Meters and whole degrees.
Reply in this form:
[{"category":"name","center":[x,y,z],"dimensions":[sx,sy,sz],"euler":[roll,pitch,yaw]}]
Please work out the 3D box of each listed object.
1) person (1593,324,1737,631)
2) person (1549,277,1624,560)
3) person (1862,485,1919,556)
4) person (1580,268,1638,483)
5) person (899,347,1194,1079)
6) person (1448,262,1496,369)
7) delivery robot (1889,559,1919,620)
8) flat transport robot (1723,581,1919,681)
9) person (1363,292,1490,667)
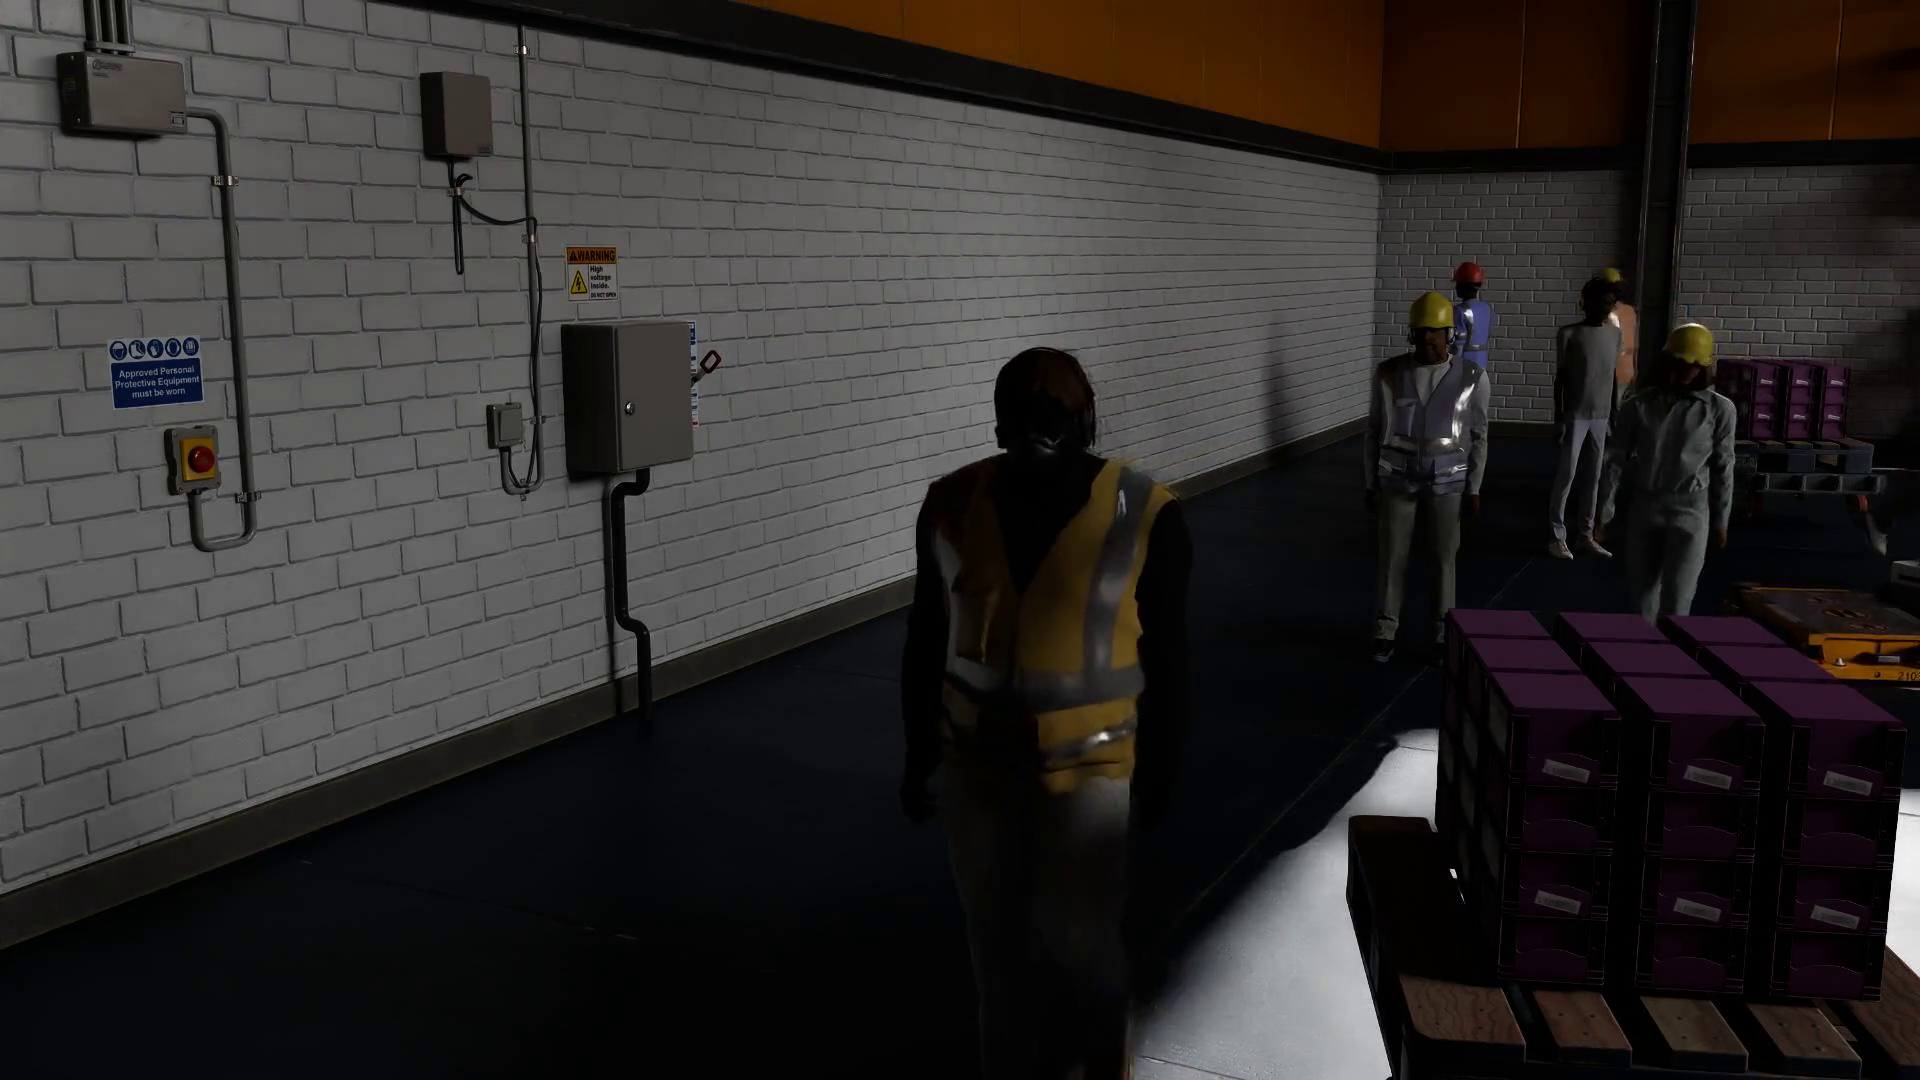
[{"category":"person","center":[3.121,-0.098,7.394],"dimensions":[0.534,1.711,0.564],"euler":[7,12,35]},{"category":"person","center":[4.162,-0.799,11.014],"dimensions":[0.515,1.865,0.329],"euler":[-3,10,-15]},{"category":"person","center":[6.416,-0.774,10.778],"dimensions":[0.813,1.903,0.596],"euler":[7,12,36]},{"category":"person","center":[5.709,-1.431,14.588],"dimensions":[0.641,1.889,0.572],"euler":[-8,13,-38]},{"category":"person","center":[0.175,0.488,3.692],"dimensions":[0.632,1.829,0.436],"euler":[4,11,22]},{"category":"person","center":[4.491,-1.491,14.793],"dimensions":[0.544,1.943,0.347],"euler":[-8,13,-39]},{"category":"delivery robot","center":[5.228,0.210,8.684],"dimensions":[0.707,0.478,0.477],"euler":[-4,11,-22]},{"category":"flat transport robot","center":[4.418,0.445,8.399],"dimensions":[0.652,0.197,1.431],"euler":[2,10,8]},{"category":"person","center":[2.269,-0.291,8.160],"dimensions":[0.586,1.833,0.404],"euler":[3,10,19]}]
